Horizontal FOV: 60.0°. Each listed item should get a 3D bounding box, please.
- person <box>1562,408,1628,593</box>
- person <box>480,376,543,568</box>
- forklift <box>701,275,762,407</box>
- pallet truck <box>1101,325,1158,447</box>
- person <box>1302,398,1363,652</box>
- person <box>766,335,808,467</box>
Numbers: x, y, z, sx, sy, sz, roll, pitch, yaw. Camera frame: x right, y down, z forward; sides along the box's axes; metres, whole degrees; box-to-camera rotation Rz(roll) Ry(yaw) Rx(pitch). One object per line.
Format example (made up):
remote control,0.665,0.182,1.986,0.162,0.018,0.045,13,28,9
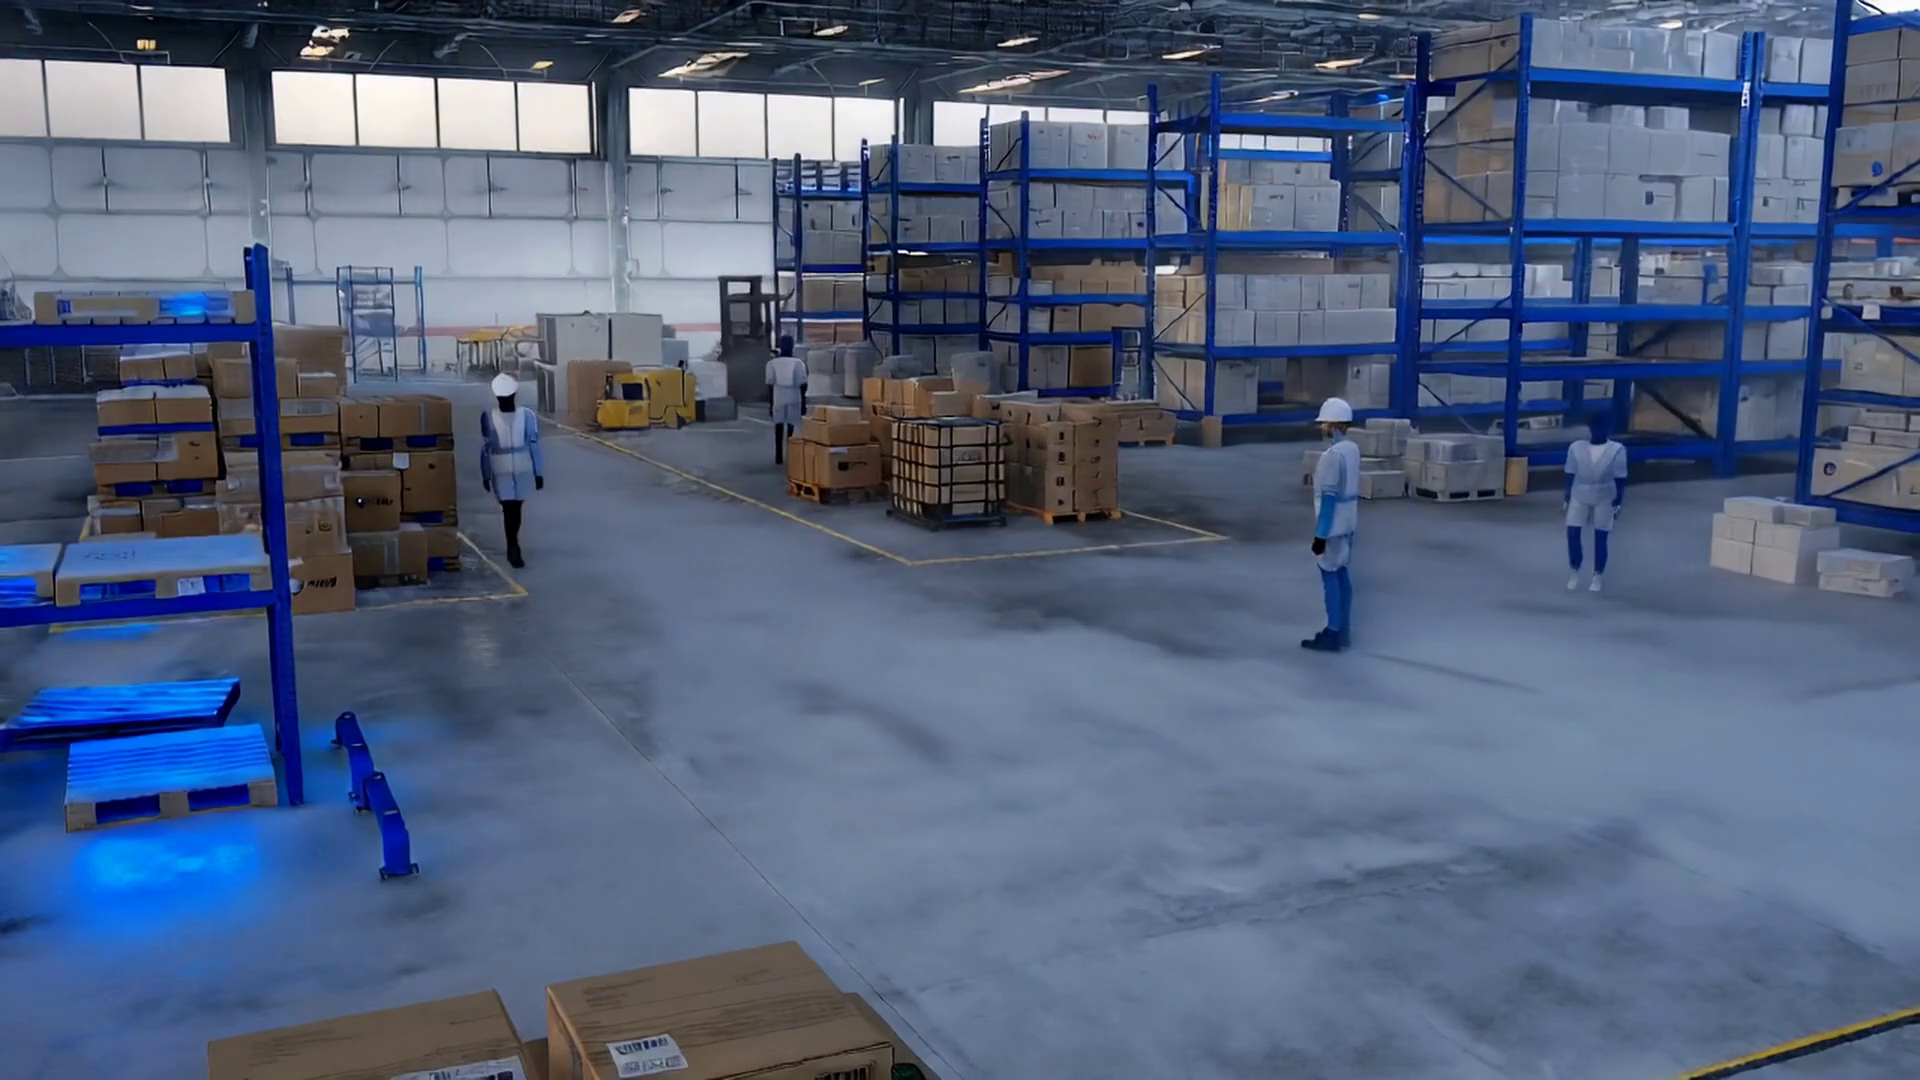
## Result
person,5.656,-0.338,14.878,0.561,1.680,0.567,6,11,33
person,-4.427,-0.681,16.439,0.566,1.876,0.977,-4,10,-21
forklift,-4.772,-4.361,36.143,1.129,2.768,1.873,-7,12,-38
pallet truck,2.881,-2.596,27.923,0.823,1.965,1.885,-1,9,-7
person,2.843,-0.115,12.717,0.358,1.938,0.548,6,11,34
person,-2.567,-2.062,24.706,0.612,1.963,0.363,1,9,4
